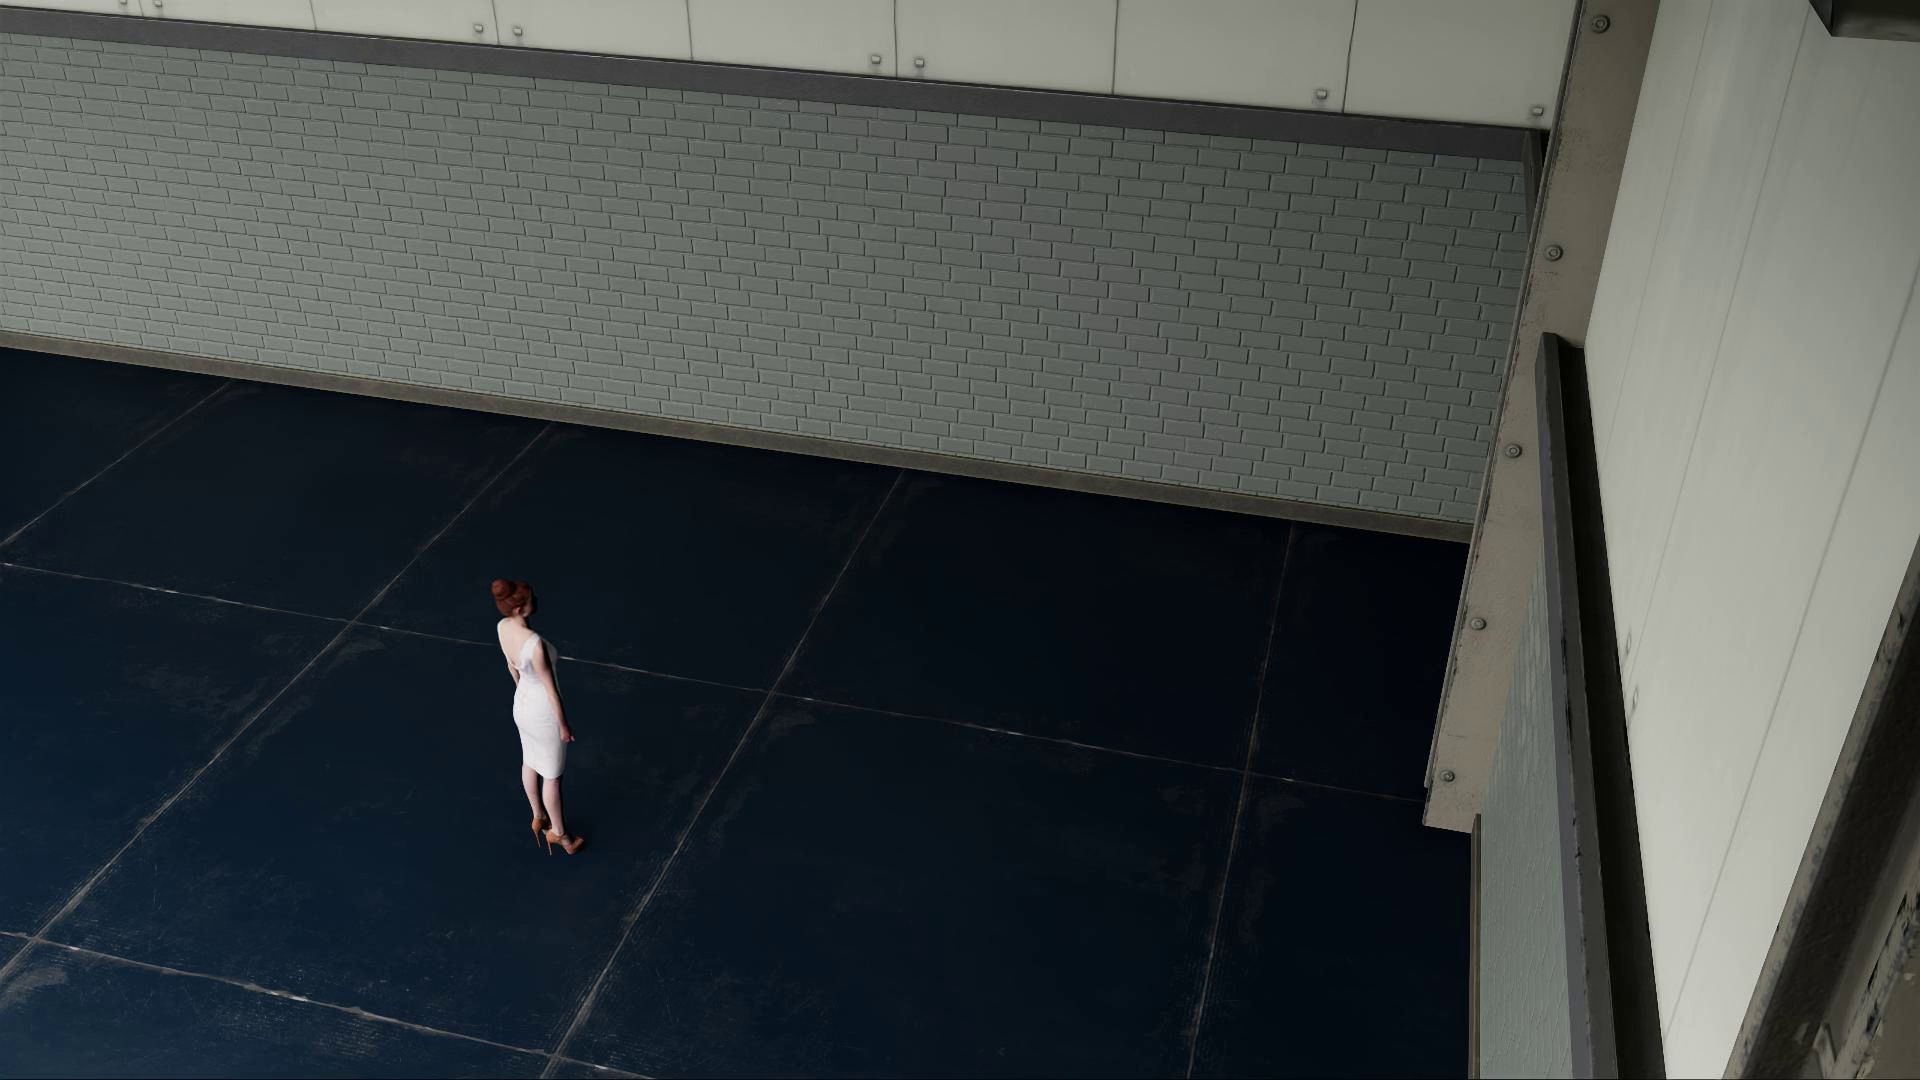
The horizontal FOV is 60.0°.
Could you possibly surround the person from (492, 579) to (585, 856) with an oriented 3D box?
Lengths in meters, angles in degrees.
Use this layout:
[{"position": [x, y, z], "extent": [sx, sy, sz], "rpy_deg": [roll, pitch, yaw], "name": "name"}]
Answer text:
[{"position": [-2.264, 0.947, 8.884], "extent": [0.630, 1.793, 0.630], "rpy_deg": [-28, 42, -37], "name": "person"}]
